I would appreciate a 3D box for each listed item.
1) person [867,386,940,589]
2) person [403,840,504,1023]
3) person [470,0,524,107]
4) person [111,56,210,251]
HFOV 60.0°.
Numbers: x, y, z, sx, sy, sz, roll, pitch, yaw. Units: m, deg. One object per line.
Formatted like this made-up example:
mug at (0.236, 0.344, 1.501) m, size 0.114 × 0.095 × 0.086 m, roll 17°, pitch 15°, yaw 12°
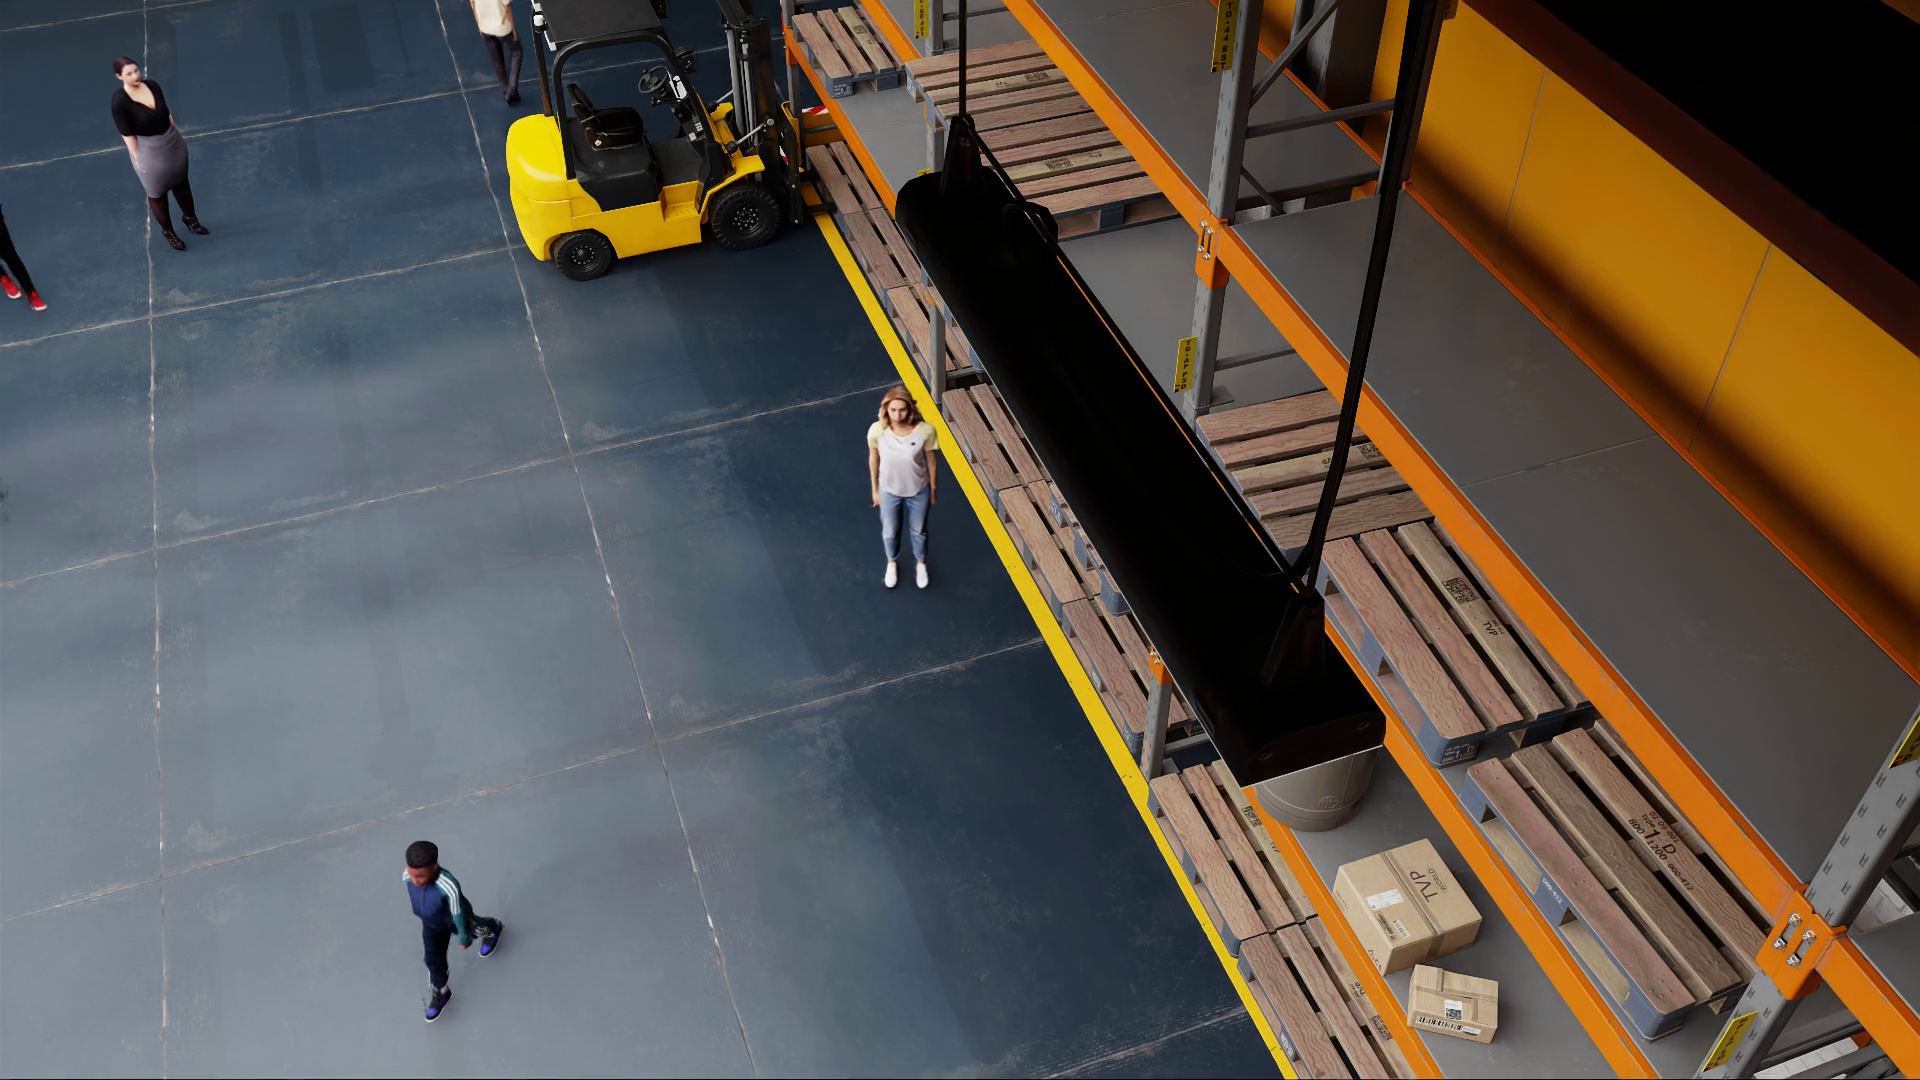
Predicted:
person at (-0.379, -0.358, 11.147) m, size 0.688 × 1.719 × 0.660 m, roll -1°, pitch 44°, yaw -1°
person at (-2.750, 1.993, 9.037) m, size 0.839 × 1.226 × 0.958 m, roll 13°, pitch 45°, yaw 13°
person at (-4.470, -4.887, 16.002) m, size 0.702 × 1.579 × 0.721 m, roll 4°, pitch 44°, yaw 4°
person at (-6.888, -3.330, 14.237) m, size 0.828 × 1.760 × 0.776 m, roll 20°, pitch 47°, yaw 20°
